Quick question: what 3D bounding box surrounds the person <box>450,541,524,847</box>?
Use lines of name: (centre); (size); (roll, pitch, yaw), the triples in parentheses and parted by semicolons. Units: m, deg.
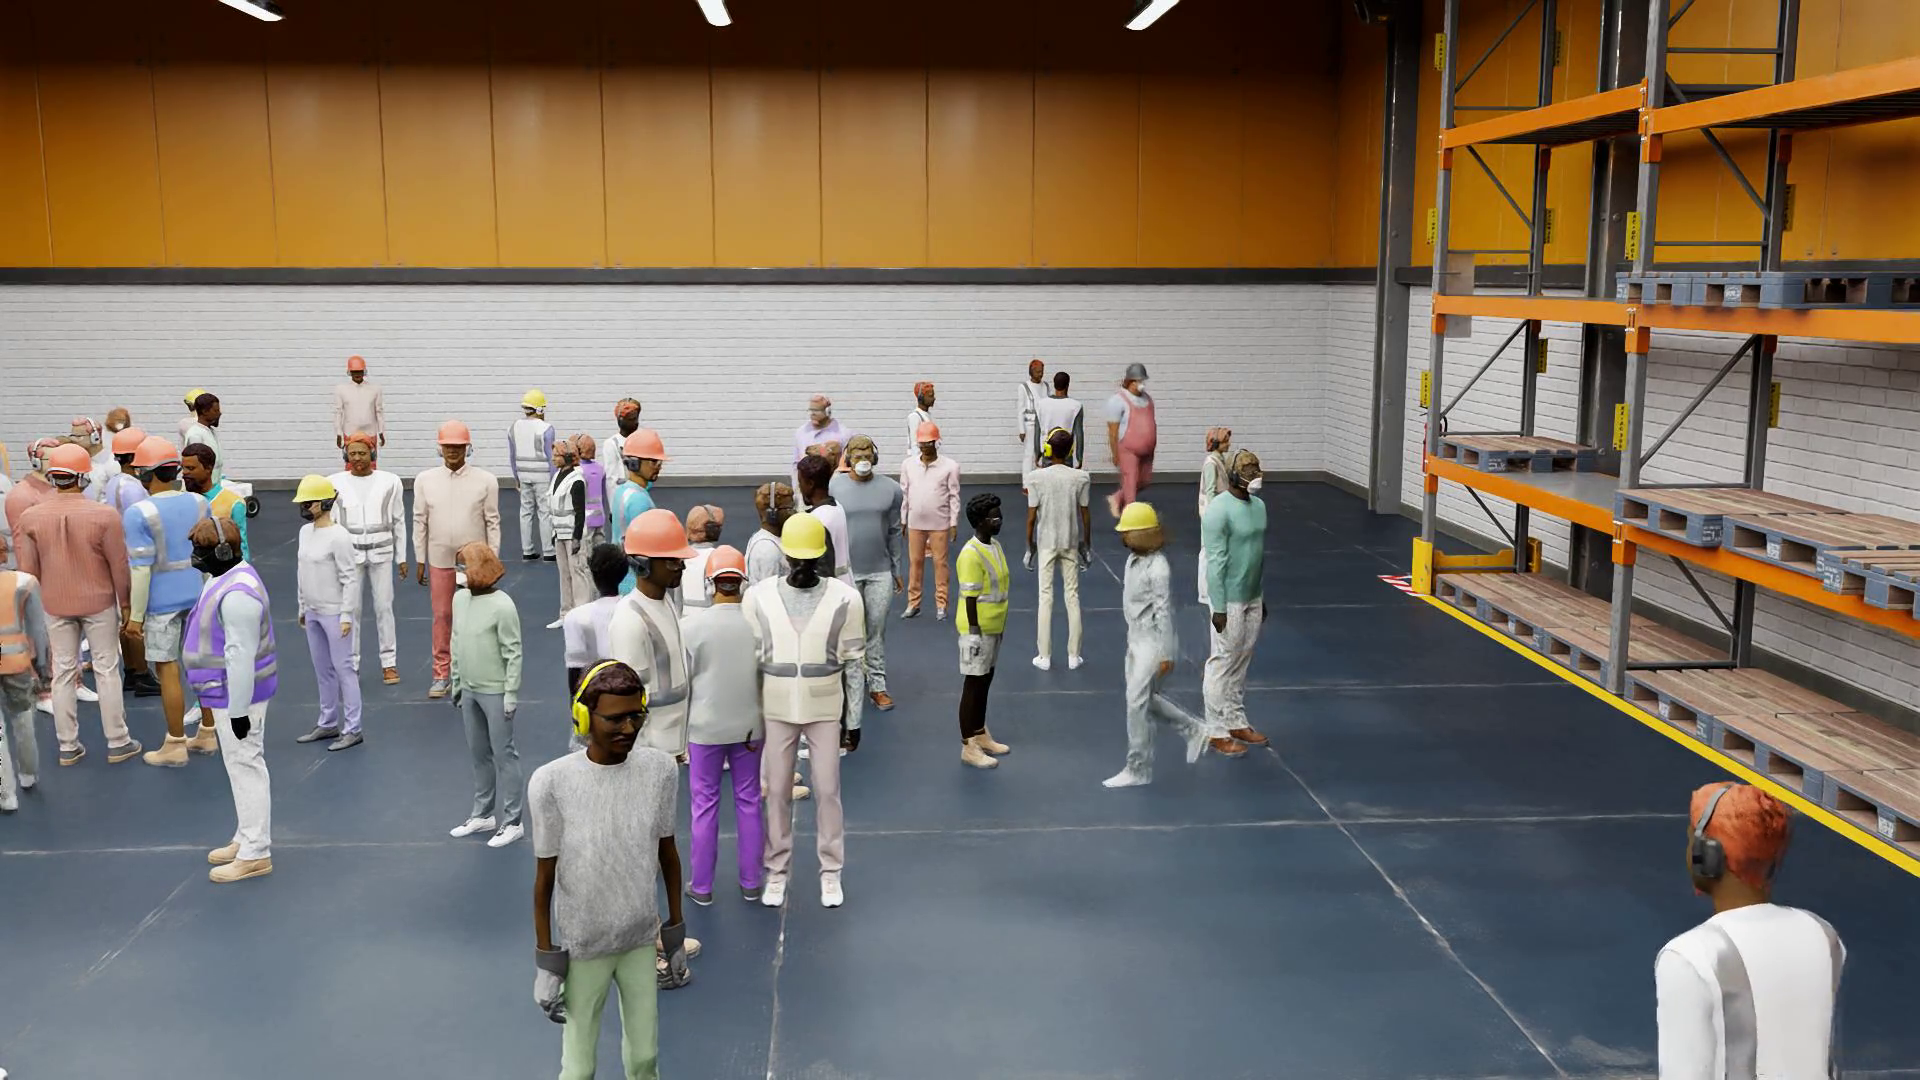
person: (-2.528, 0.810, 8.845); (0.507, 1.632, 0.265); (7, 11, 36)

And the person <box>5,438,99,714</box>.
person: (-6.274, 0.241, 11.562); (0.409, 1.907, 0.651); (1, 9, 5)

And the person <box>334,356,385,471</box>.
person: (-7.756, -1.387, 21.509); (0.623, 1.992, 0.396); (-5, 10, -29)

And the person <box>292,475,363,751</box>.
person: (-4.063, 0.460, 10.628); (0.533, 1.768, 0.311); (6, 11, 35)

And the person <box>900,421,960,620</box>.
person: (-0.281, -0.168, 14.604); (0.561, 1.753, 0.327); (2, 9, 15)

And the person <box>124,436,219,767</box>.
person: (-4.883, 0.379, 10.264); (0.380, 2.045, 0.605); (4, 10, 22)

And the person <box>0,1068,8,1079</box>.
person: (-3.764, 1.141, 6.042); (0.334, 1.868, 0.517); (3, 10, 20)

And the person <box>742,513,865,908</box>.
person: (-0.746, 0.813, 7.948); (0.591, 1.918, 0.399); (0, 9, 0)

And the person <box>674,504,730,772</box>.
person: (-1.542, 0.601, 10.152); (0.511, 1.637, 0.307); (7, 12, 38)

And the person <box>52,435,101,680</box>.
person: (-6.642, 0.133, 12.472); (0.351, 1.838, 0.511); (3, 10, 18)

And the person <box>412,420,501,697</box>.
person: (-3.612, 0.133, 11.958); (0.611, 1.997, 0.375); (-2, 9, -11)

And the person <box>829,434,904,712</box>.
person: (-0.682, 0.231, 11.522); (0.636, 1.938, 0.358); (-3, 10, -21)

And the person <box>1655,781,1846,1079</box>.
person: (1.799, 1.491, 3.869); (0.587, 1.859, 0.464); (-4, 10, -22)

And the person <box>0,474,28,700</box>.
person: (-6.944, 0.177, 11.869); (0.417, 1.940, 0.607); (1, 9, 4)

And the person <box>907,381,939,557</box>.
person: (-0.392, -0.769, 17.980); (0.349, 1.882, 0.584); (2, 9, 12)

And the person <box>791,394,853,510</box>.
person: (-1.326, -0.441, 15.852); (0.651, 1.905, 0.403); (4, 10, 22)

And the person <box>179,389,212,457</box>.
person: (-8.450, -0.797, 18.522); (0.525, 1.769, 0.313); (5, 10, 26)

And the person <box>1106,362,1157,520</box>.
person: (2.012, -1.127, 19.734); (0.698, 2.000, 0.745); (-7, 12, -39)

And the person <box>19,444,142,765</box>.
person: (-5.433, 0.401, 10.282); (0.611, 1.996, 0.379); (-1, 9, -9)

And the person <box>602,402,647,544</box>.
person: (-3.021, -0.314, 15.121); (0.339, 1.882, 0.584); (3, 10, 19)

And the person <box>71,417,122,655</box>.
person: (-6.875, -0.025, 13.235); (0.652, 1.906, 0.402); (4, 10, 23)

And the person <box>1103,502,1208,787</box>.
person: (1.180, 0.611, 9.825); (0.621, 1.714, 0.505); (-2, 9, -13)

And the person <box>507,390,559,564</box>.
person: (-4.431, -0.659, 17.447); (0.587, 1.833, 0.404); (4, 10, 24)

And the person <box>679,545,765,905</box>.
person: (-1.125, 0.889, 8.033); (0.577, 1.736, 0.355); (-4, 10, -23)

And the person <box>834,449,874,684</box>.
person: (-0.766, 0.192, 12.347); (0.336, 1.749, 0.575); (-1, 9, -4)

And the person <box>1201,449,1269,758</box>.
person: (1.761, 0.387, 10.547); (0.372, 1.940, 0.631); (7, 11, 36)

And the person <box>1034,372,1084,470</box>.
person: (1.148, -1.007, 19.422); (0.596, 1.908, 0.396); (3, 9, 17)

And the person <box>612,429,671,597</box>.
person: (-2.053, 0.301, 10.774); (0.395, 2.039, 0.607); (-3, 10, -19)

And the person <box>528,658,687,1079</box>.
person: (-1.087, 1.280, 5.200); (0.509, 1.860, 0.333); (-6, 11, -33)

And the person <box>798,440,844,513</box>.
person: (-1.212, -0.061, 14.458); (0.523, 1.596, 0.573); (4, 10, 24)

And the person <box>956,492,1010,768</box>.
person: (0.146, 0.547, 10.302); (0.316, 1.696, 0.540); (3, 9, 17)

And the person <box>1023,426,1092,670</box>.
person: (0.749, 0.063, 12.776); (0.534, 1.876, 0.315); (-1, 9, -4)

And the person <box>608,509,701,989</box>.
person: (-1.291, 0.878, 7.141); (0.393, 2.041, 0.614); (0, 9, 2)

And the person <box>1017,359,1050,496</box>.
person: (1.035, -1.536, 22.851); (0.583, 1.869, 0.365); (-8, 12, -41)

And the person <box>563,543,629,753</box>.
person: (-1.783, 0.837, 8.614); (0.536, 1.658, 0.847); (-5, 10, -27)

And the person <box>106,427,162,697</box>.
person: (-5.919, 0.158, 11.988); (0.360, 1.939, 0.543); (-8, 12, -40)

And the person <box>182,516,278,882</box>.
person: (-3.668, 0.787, 8.385); (0.429, 1.837, 0.624); (-5, 10, -28)

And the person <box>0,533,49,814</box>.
person: (-5.509, 0.718, 9.491); (0.506, 1.606, 0.747); (-7, 11, -38)

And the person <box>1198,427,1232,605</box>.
person: (2.344, -0.220, 15.296); (0.310, 1.638, 0.523); (3, 9, 16)

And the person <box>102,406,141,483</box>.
person: (-9.140, -0.649, 18.030); (0.531, 1.612, 0.355); (-5, 10, -28)

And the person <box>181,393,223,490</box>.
person: (-7.198, -0.442, 15.859); (0.384, 1.910, 0.596); (-2, 9, -11)

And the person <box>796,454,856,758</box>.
person: (-0.845, 0.414, 10.459); (0.394, 1.915, 0.587); (0, 9, 1)

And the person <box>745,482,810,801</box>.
person: (-1.067, 0.581, 9.621); (0.338, 1.845, 0.514); (-2, 9, -13)

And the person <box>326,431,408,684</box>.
person: (-4.379, 0.141, 12.260); (0.587, 1.882, 0.342); (-3, 10, -20)

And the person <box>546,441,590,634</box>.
person: (-3.315, -0.027, 14.082); (0.307, 1.641, 0.513); (-7, 12, -38)

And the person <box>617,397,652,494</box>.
person: (-3.179, -0.463, 16.174); (0.343, 1.847, 0.506); (0, 9, -2)

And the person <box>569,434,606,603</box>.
person: (-3.295, -0.121, 14.677); (0.308, 1.640, 0.511); (4, 10, 22)

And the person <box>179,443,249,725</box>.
person: (-5.020, 0.302, 11.145); (0.587, 1.920, 0.392); (3, 10, 18)
